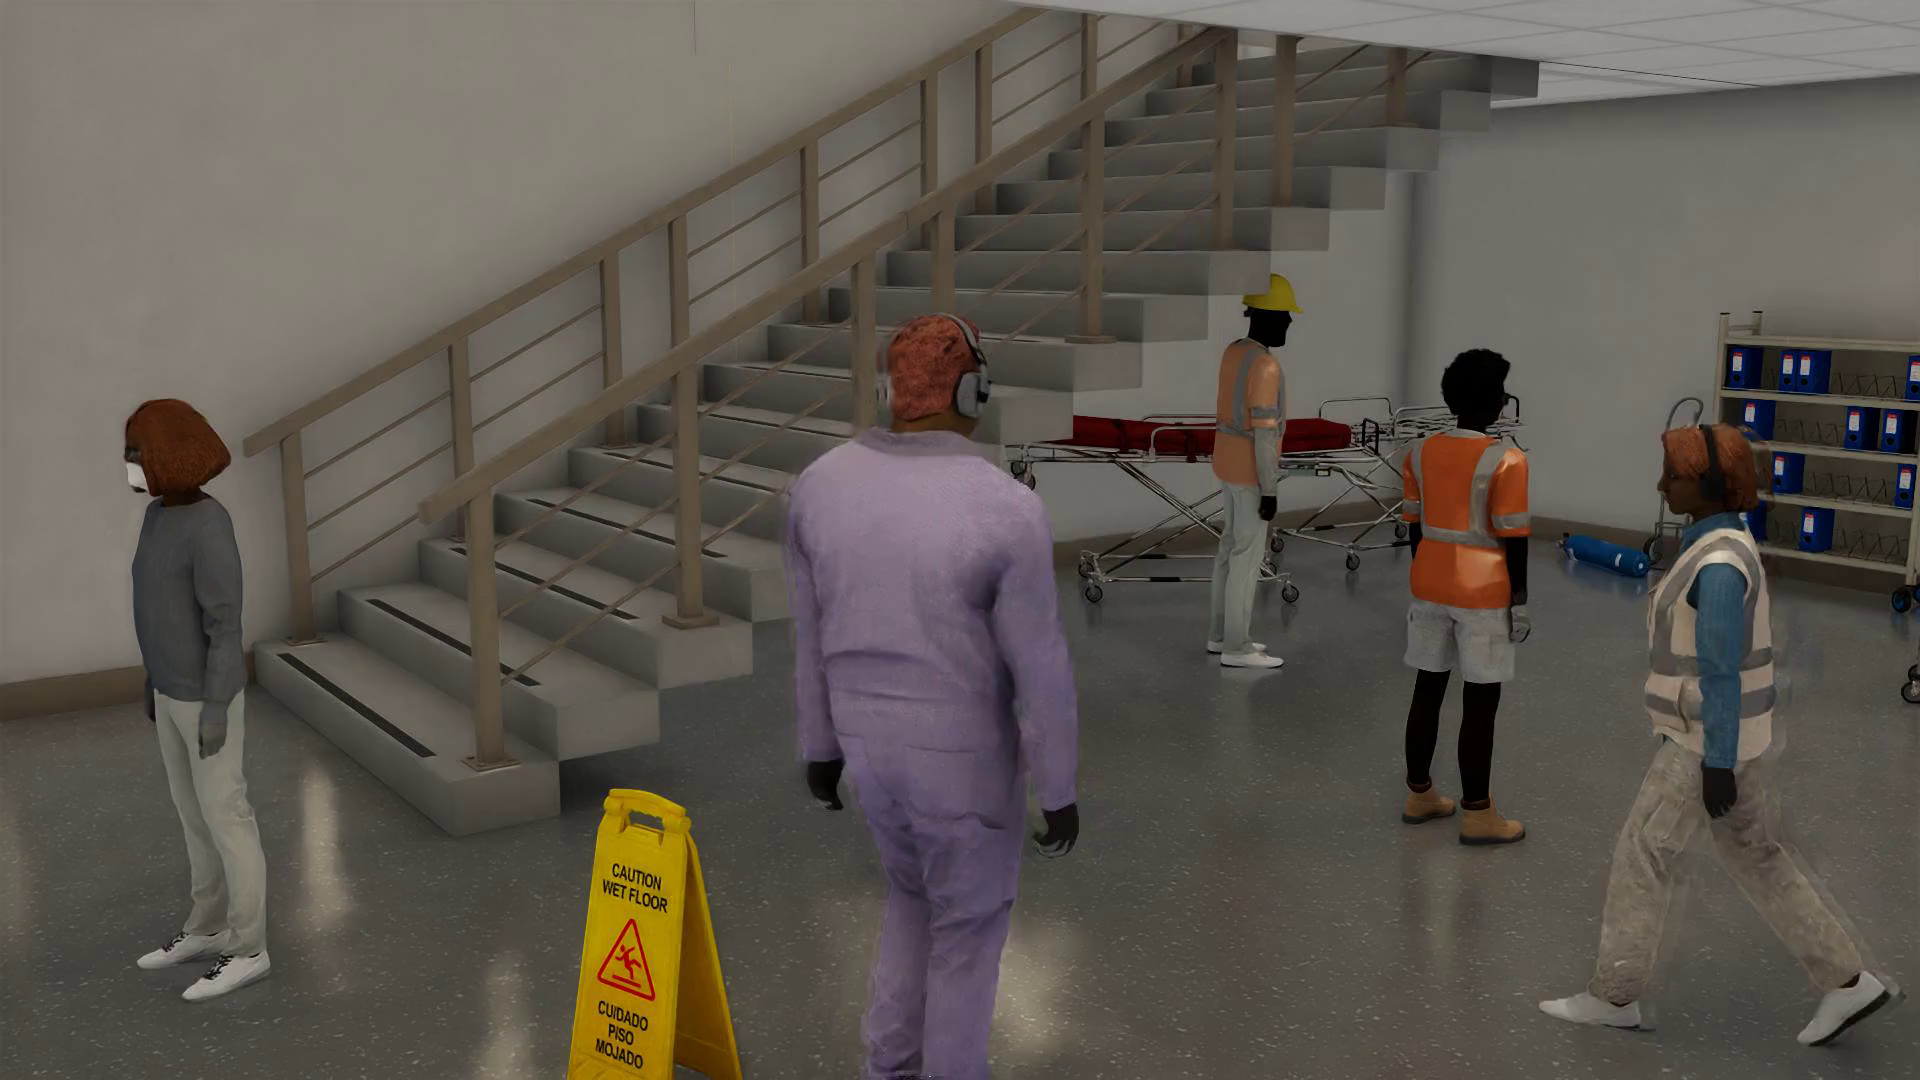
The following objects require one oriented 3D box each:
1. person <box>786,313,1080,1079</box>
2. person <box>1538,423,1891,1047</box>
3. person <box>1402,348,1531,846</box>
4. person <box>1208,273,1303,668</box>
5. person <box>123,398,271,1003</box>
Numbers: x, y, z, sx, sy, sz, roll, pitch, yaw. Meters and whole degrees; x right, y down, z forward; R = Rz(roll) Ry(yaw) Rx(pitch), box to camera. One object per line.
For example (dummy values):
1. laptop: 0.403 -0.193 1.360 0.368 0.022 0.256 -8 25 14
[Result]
1. person: -0.033 0.460 3.607 0.682 1.888 0.451 7 12 34
2. person: 1.974 0.505 4.215 0.788 1.610 0.531 5 11 26
3. person: 1.741 0.193 5.716 0.318 1.699 0.534 -6 11 -30
4. person: 1.441 -0.332 8.121 0.399 1.918 0.586 -1 10 -7
5. person: -2.102 0.429 4.548 0.498 1.633 0.289 10 14 44
